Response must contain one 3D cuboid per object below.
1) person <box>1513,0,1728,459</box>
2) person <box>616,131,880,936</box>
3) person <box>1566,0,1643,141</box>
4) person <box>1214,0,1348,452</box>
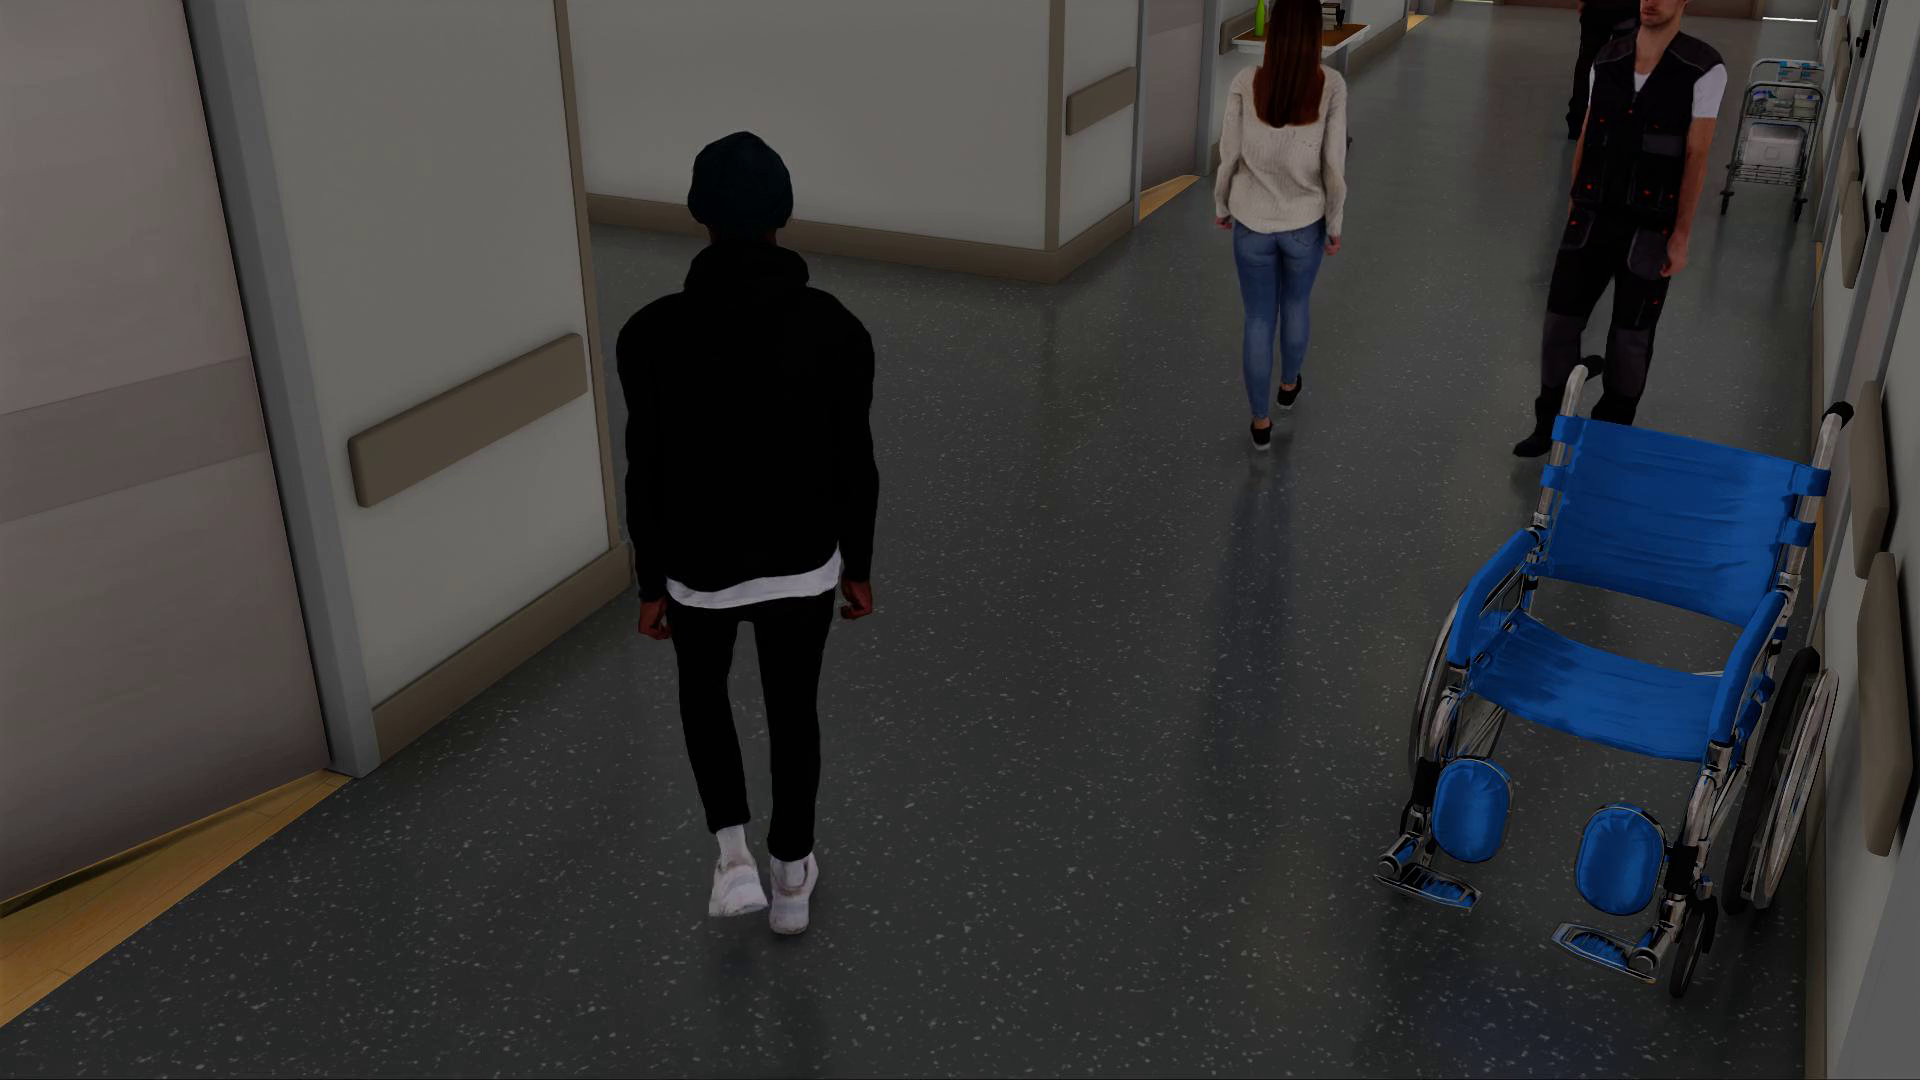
[{"bbox_3d":[2.458,-1.171,6.013,0.761,1.837,0.795,20,32,35],"label":"person"},{"bbox_3d":[-0.431,0.091,3.434,0.854,1.805,0.912,-3,26,-6],"label":"person"},{"bbox_3d":[4.349,-3.586,10.995,0.836,1.861,0.752,22,34,38],"label":"person"},{"bbox_3d":[1.175,-1.129,6.121,0.759,1.668,0.957,5,26,11],"label":"person"}]
